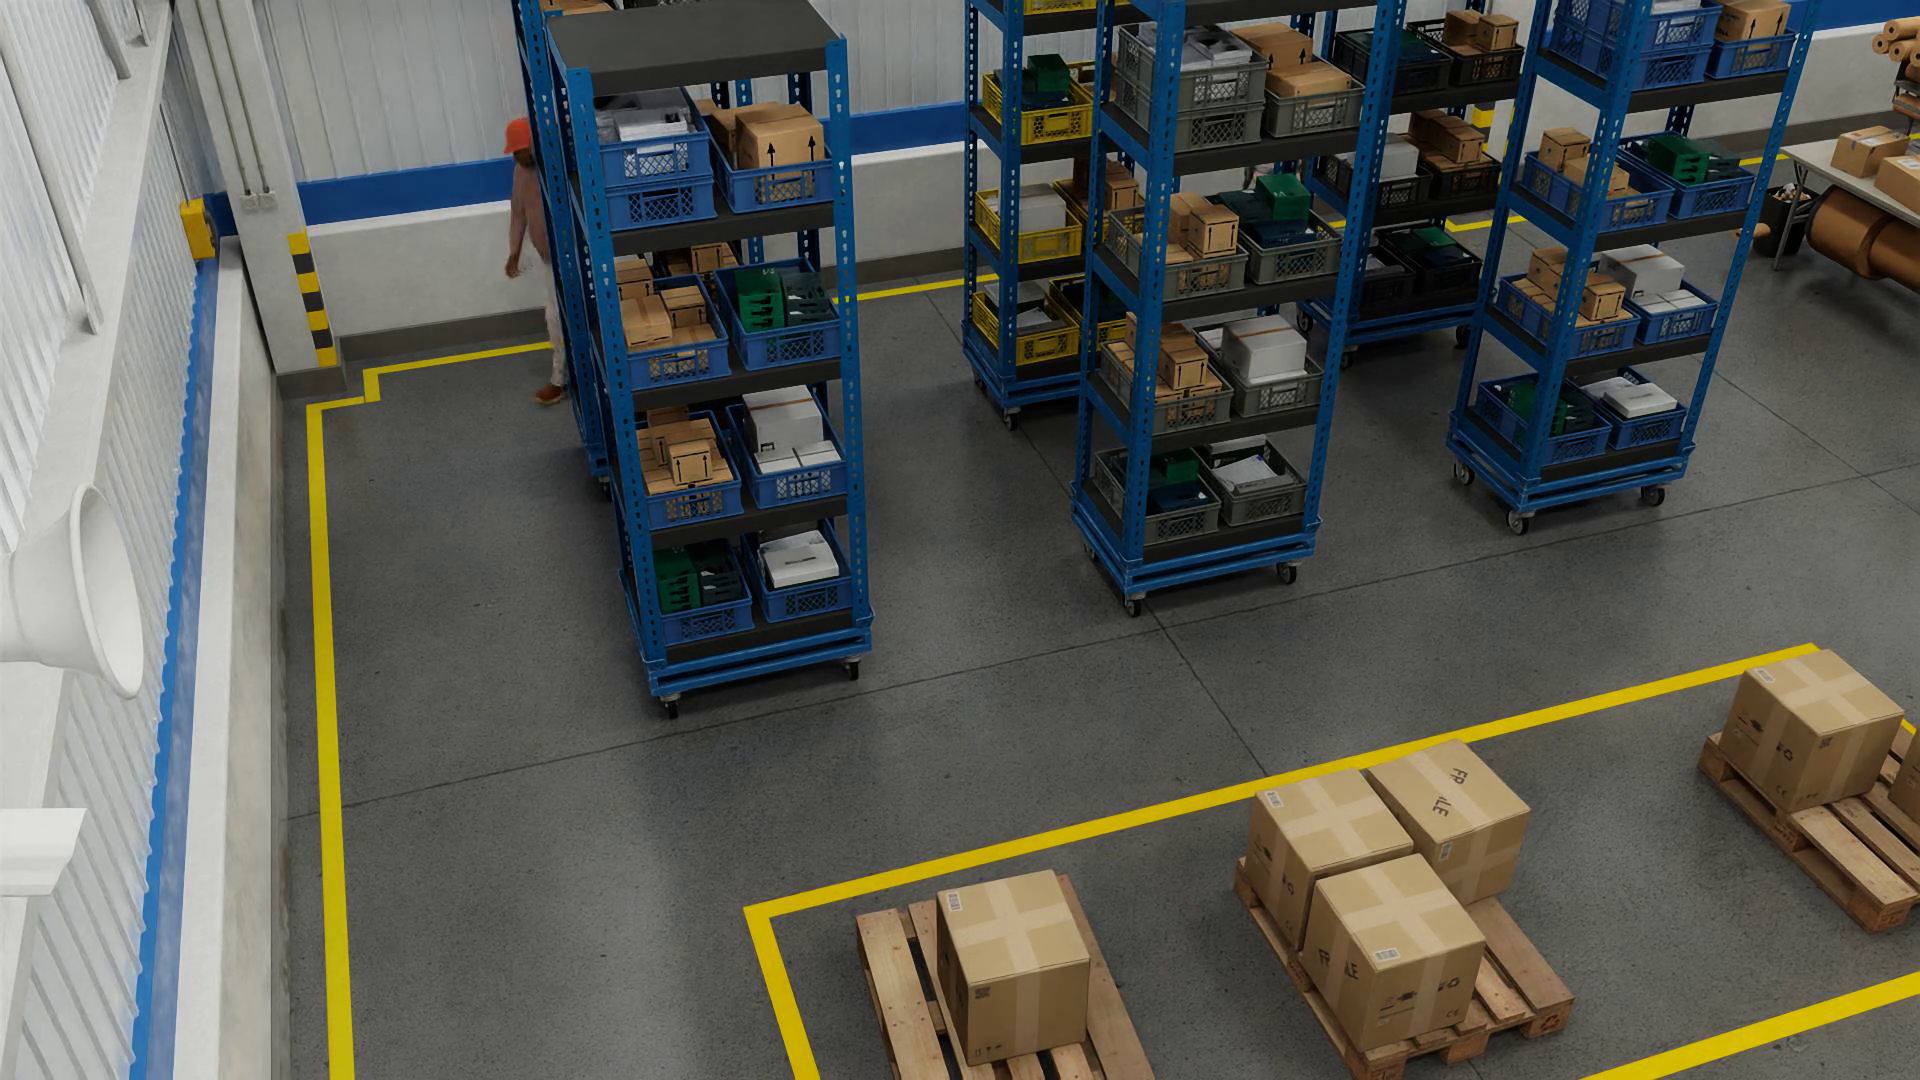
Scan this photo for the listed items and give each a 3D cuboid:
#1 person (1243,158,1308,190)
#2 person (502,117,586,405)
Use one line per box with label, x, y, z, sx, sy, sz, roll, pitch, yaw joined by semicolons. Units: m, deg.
person;2.421;-2.745;12.745;0.510;1.639;0.308;2;35;3
person;-2.804;-1.904;11.286;0.625;1.938;0.917;28;44;34
